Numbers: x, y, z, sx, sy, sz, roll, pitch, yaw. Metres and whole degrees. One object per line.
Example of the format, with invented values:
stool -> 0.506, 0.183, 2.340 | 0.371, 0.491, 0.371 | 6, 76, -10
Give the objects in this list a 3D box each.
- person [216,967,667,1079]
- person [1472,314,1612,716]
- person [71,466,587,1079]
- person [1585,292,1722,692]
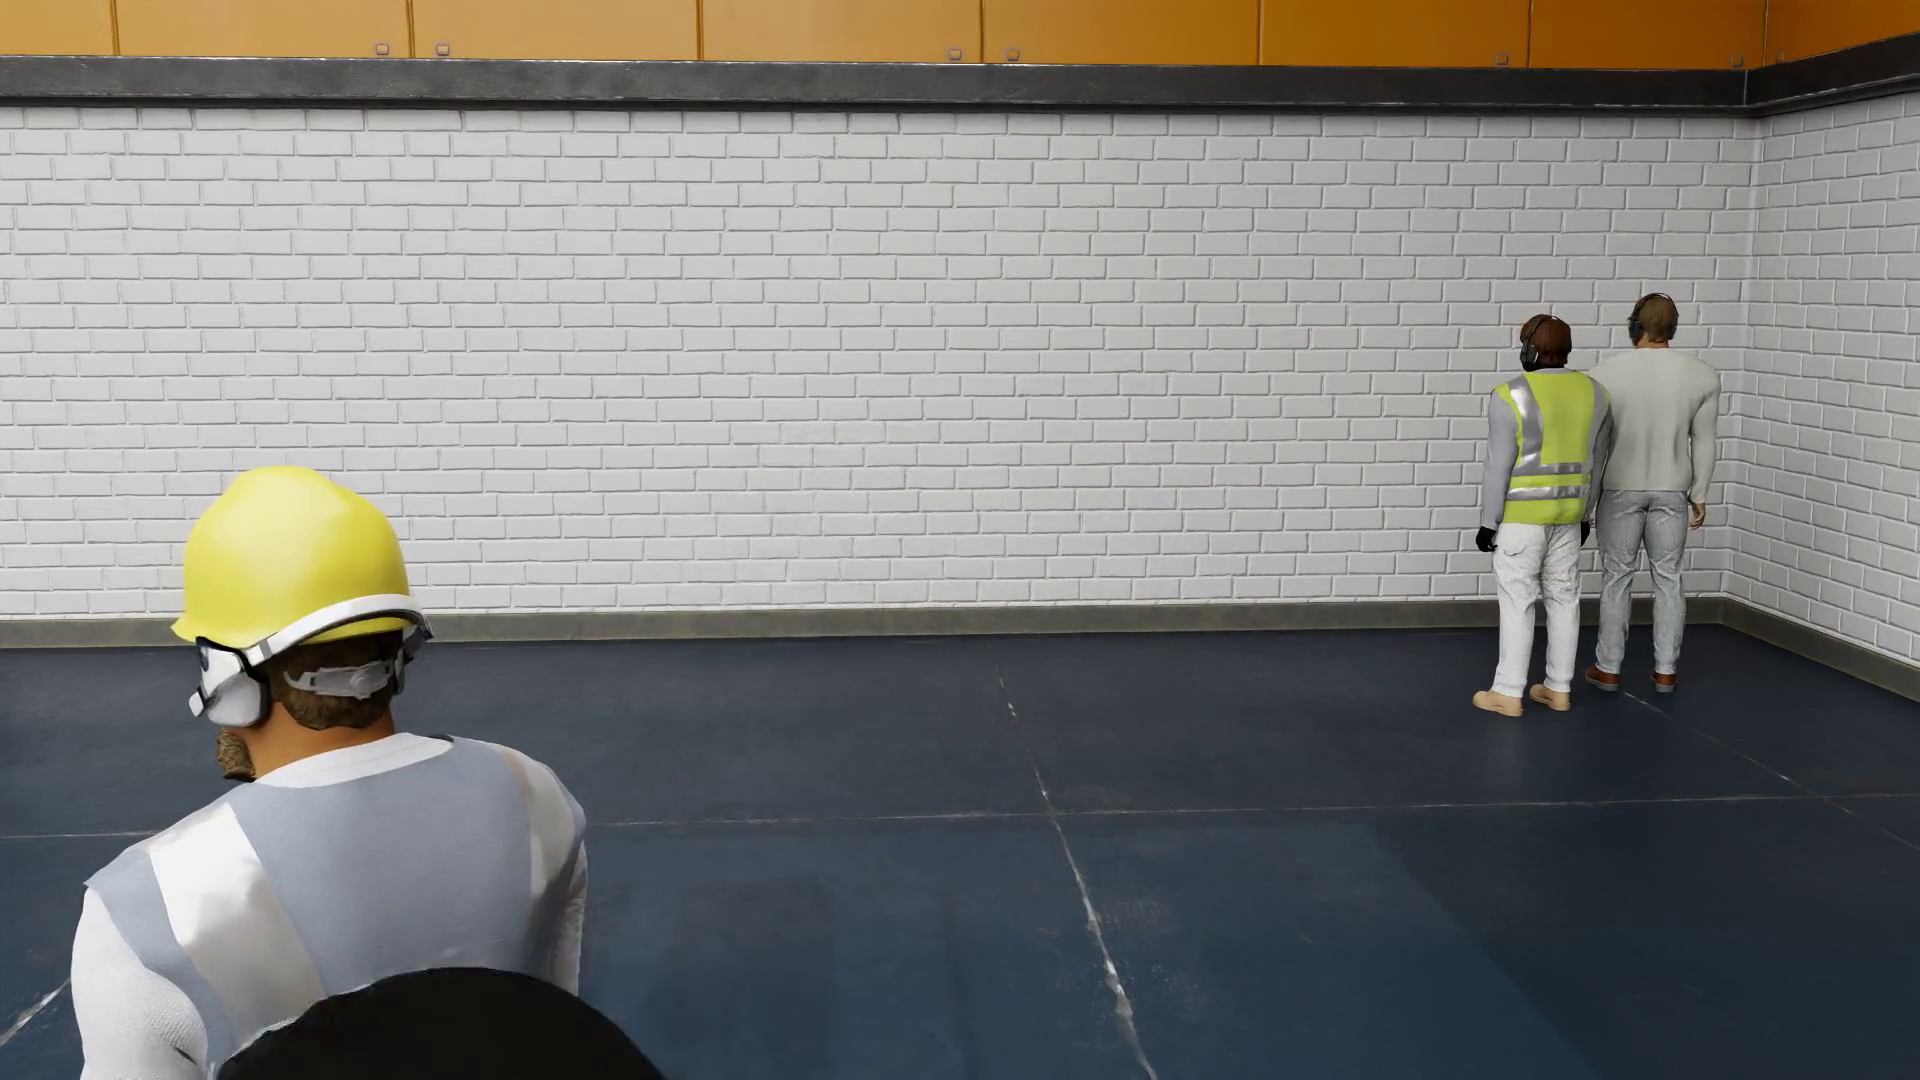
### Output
person -> -0.235, 0.943, 0.886 | 0.646, 1.887, 1.039 | 5, 10, 28
person -> 2.648, -0.109, 7.659 | 0.625, 1.846, 0.429 | -3, 10, -19
person -> -0.666, 0.831, 1.827 | 0.403, 1.826, 0.596 | 6, 11, 32
person -> 3.315, -0.221, 8.065 | 0.630, 1.940, 0.371 | 1, 9, 9
